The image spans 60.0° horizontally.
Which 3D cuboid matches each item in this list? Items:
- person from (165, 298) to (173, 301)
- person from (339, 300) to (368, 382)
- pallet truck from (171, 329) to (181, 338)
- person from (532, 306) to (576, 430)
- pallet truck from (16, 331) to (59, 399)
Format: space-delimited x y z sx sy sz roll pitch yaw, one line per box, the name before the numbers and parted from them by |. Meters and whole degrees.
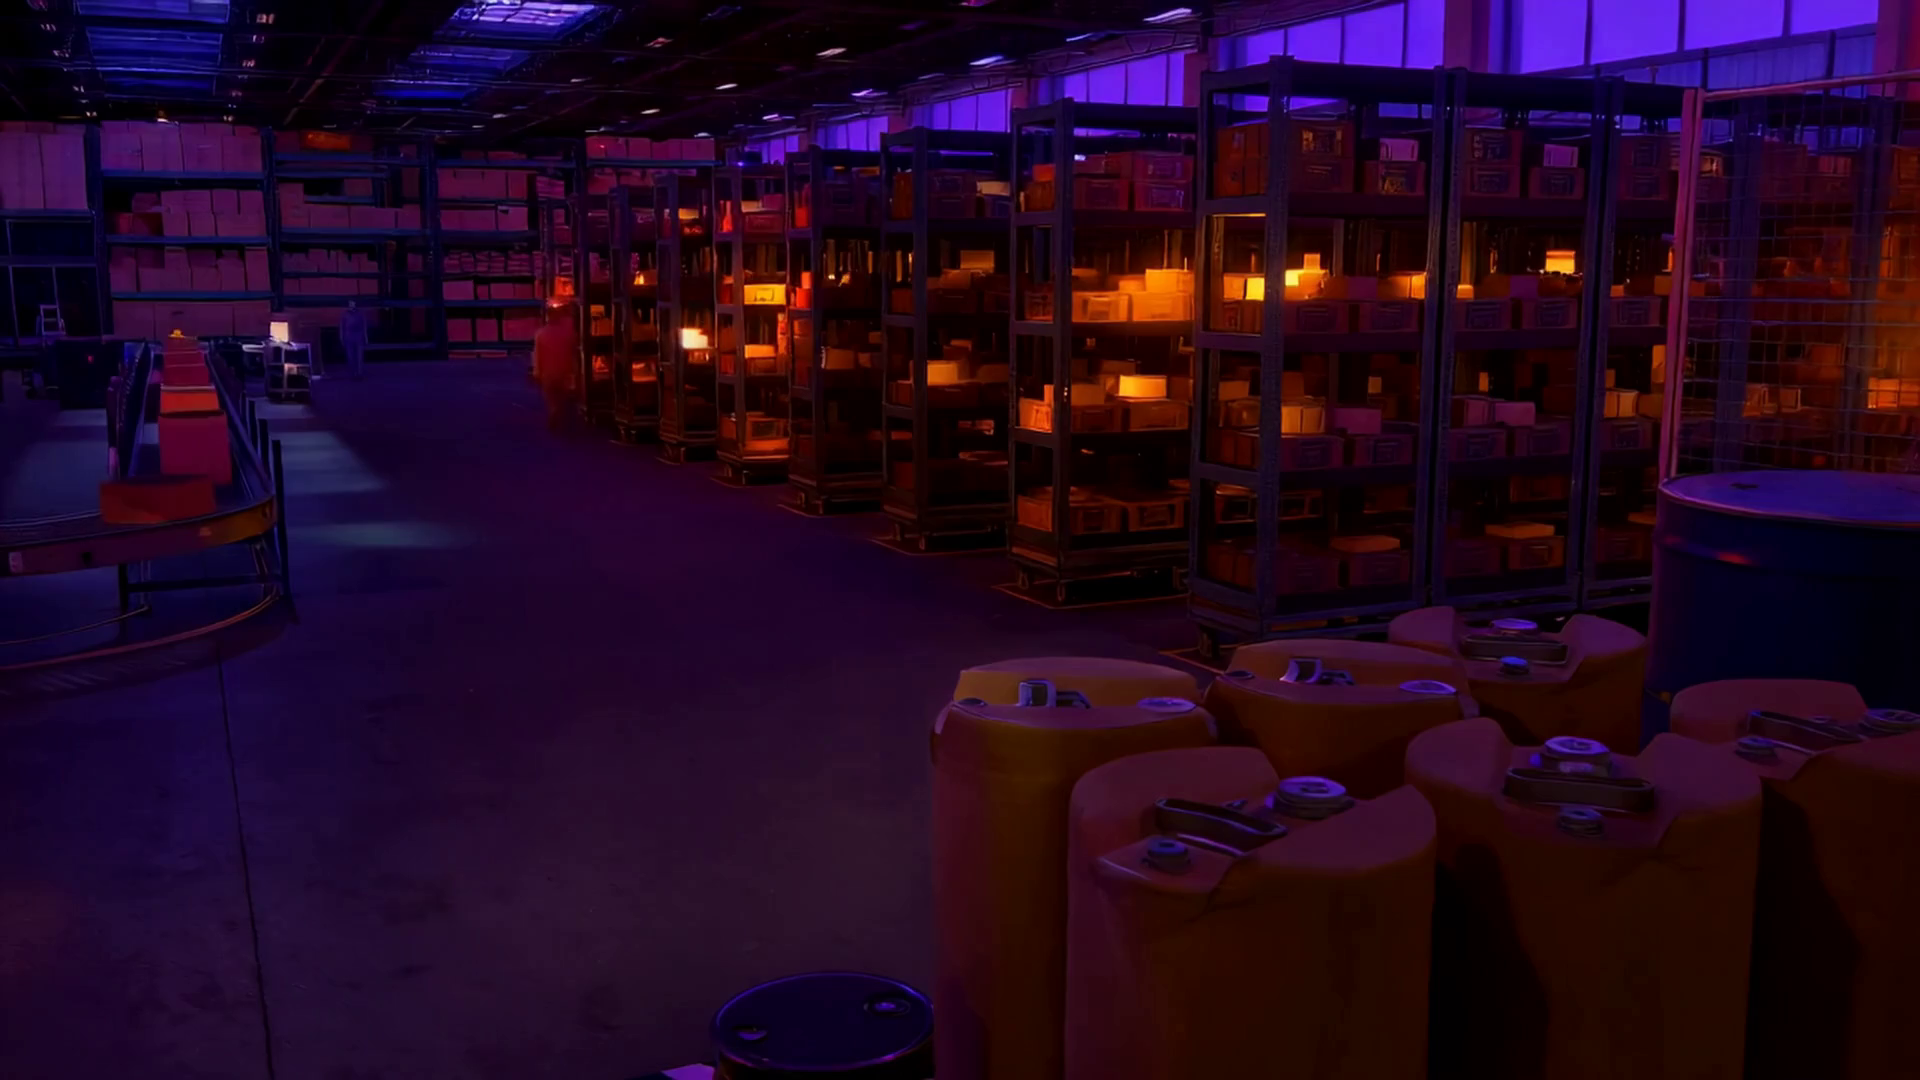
person | -21.717 -5.812 45.730 0.907 1.719 0.557 -2 9 -12
person | -13.421 -4.419 36.830 0.596 1.809 0.818 -3 10 -17
pallet truck | -17.275 -3.851 35.096 1.601 1.201 0.680 0 9 1
person | -6.152 -2.593 25.228 0.678 1.890 0.471 -5 10 -28
pallet truck | -17.082 -3.353 31.781 1.630 1.274 0.653 -4 10 -25
